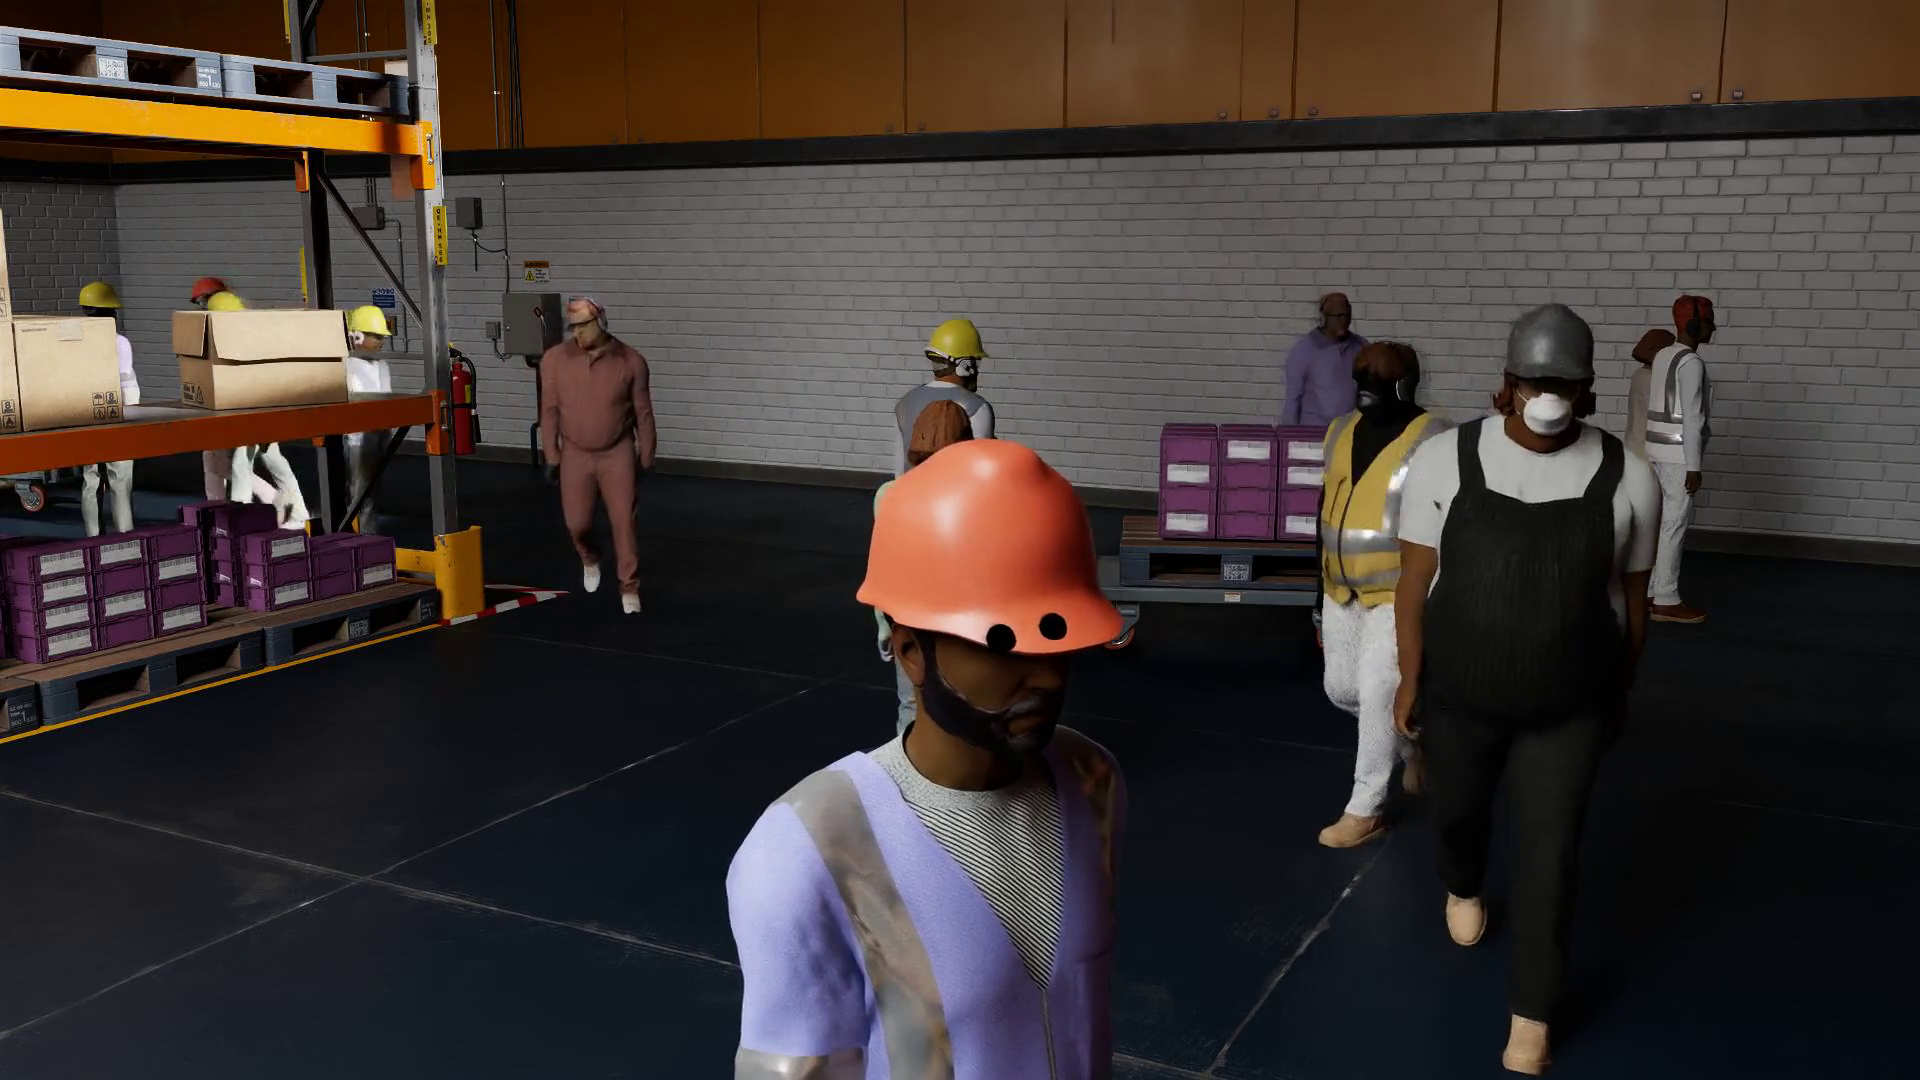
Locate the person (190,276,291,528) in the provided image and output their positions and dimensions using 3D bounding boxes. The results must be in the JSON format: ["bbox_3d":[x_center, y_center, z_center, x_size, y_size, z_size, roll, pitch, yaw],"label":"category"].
[{"bbox_3d":[-5.433,-0.981,12.433,0.844,1.953,0.647,0,10,1],"label":"person"}]

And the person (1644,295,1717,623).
[{"bbox_3d":[4.162,-0.471,9.656,0.337,1.882,0.585,1,10,3],"label":"person"}]

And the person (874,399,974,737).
[{"bbox_3d":[-0.067,0.321,5.843,0.496,1.624,0.311,3,10,19],"label":"person"}]

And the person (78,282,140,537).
[{"bbox_3d":[-5.862,-0.798,11.423,0.585,1.928,0.379,3,10,17],"label":"person"}]

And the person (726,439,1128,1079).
[{"bbox_3d":[0.017,0.848,1.865,0.551,1.934,0.373,-10,14,-44],"label":"person"}]

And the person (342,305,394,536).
[{"bbox_3d":[-3.927,-0.613,10.724,0.686,1.801,0.604,2,10,14],"label":"person"}]

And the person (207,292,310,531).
[{"bbox_3d":[-5.202,-0.897,12.257,0.858,1.850,0.648,-7,12,-37],"label":"person"}]

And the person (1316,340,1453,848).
[{"bbox_3d":[1.578,0.177,6.070,0.667,1.823,0.631,-6,12,-32],"label":"person"}]

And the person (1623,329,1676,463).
[{"bbox_3d":[4.513,-0.567,10.939,0.283,1.631,0.503,1,10,8],"label":"person"}]

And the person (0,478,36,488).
[{"bbox_3d":[-8.838,-1.312,14.798,0.531,1.797,0.897,8,13,40],"label":"person"}]

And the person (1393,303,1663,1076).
[{"bbox_3d":[1.555,0.320,4.623,0.680,2.000,0.942,4,10,21],"label":"person"}]

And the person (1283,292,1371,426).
[{"bbox_3d":[2.502,-0.763,11.398,0.640,1.872,0.889,-4,11,-23],"label":"person"}]

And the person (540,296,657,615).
[{"bbox_3d":[-2.144,-0.513,9.916,0.677,1.875,0.568,-1,10,-7],"label":"person"}]

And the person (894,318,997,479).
[{"bbox_3d":[-0.031,-0.091,7.604,0.403,1.830,0.601,-9,14,-44],"label":"person"}]
